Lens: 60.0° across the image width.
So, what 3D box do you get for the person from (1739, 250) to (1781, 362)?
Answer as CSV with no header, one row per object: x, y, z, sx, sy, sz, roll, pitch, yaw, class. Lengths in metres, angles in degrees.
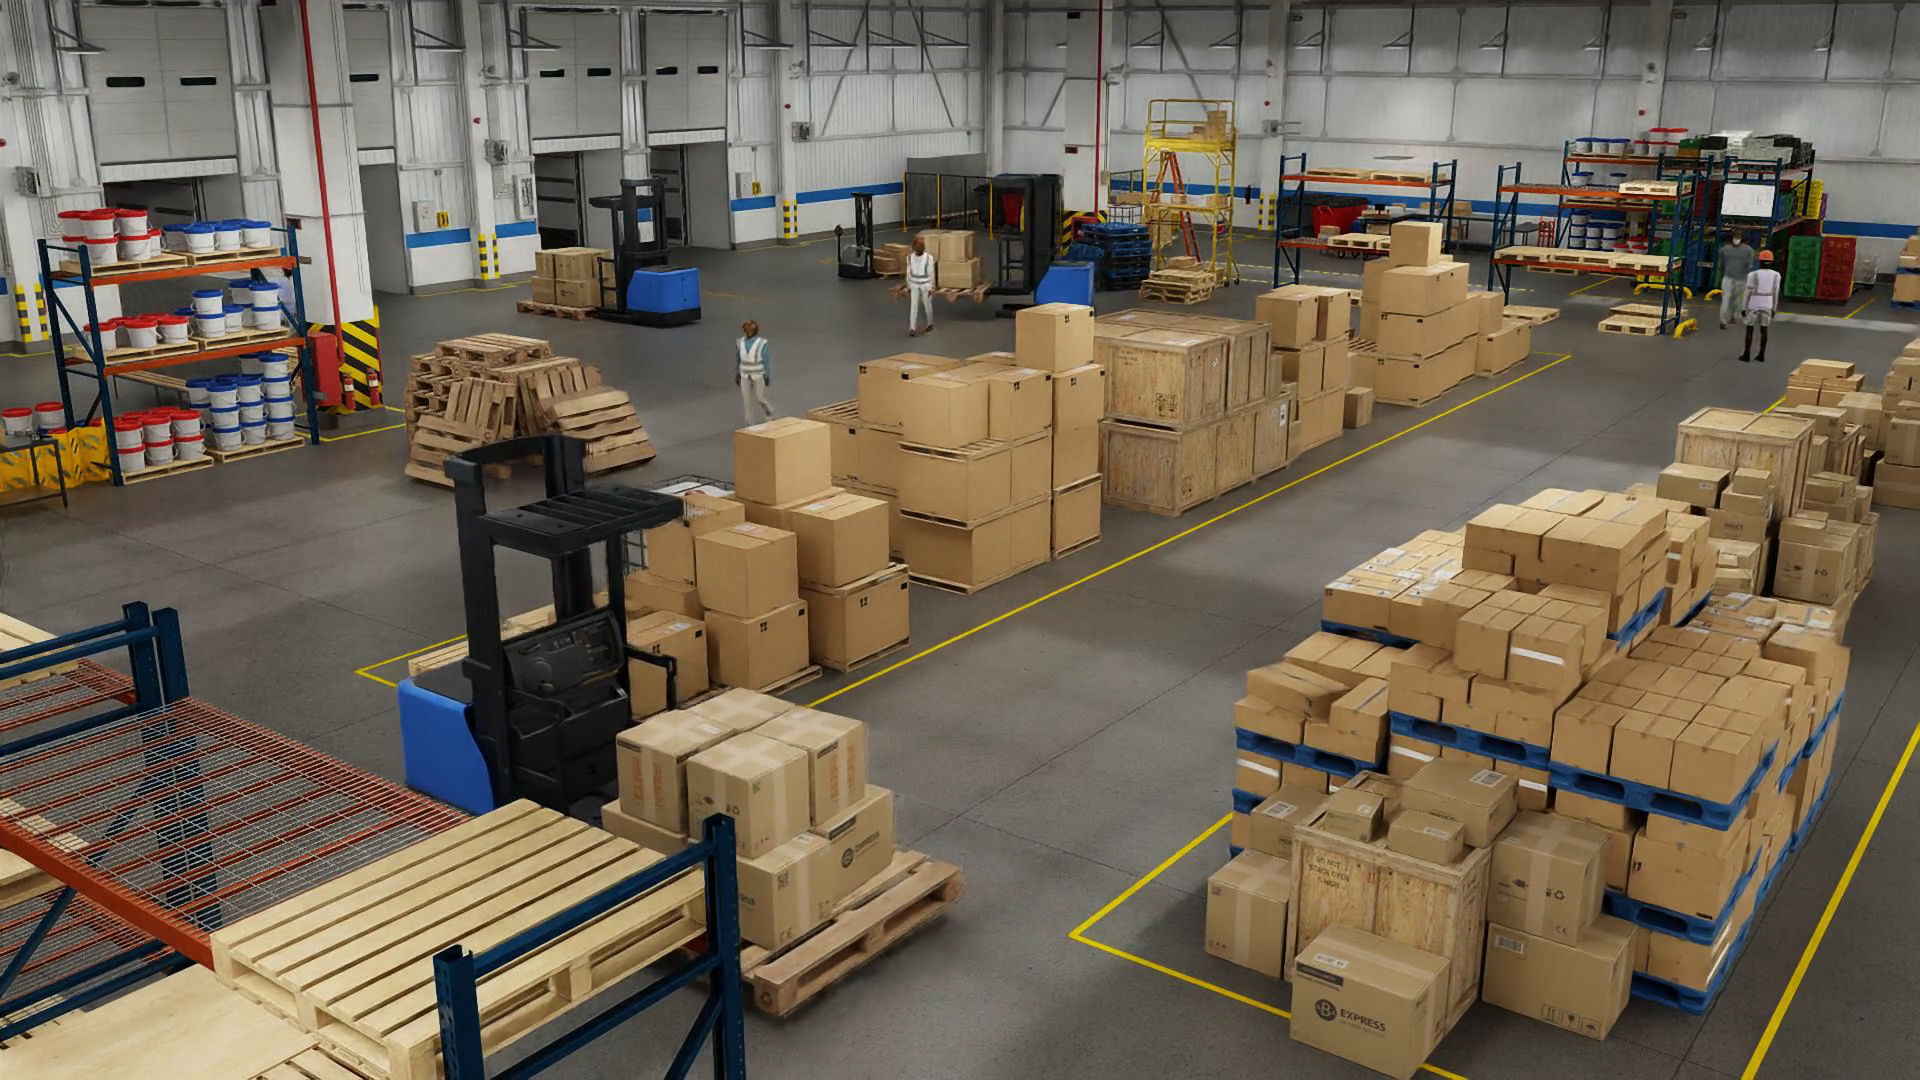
13.860,-4.052,28.818,0.560,1.926,0.415,2,17,7,person

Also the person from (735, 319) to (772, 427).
-2.926,-2.335,23.649,0.526,1.629,0.458,6,18,18,person

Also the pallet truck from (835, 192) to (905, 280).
-1.936,-7.159,38.982,1.885,1.965,0.823,-12,21,-34,pallet truck

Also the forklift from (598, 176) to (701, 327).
-6.138,-5.705,32.666,1.873,2.768,1.129,12,21,35,forklift

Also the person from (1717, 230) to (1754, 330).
15.003,-5.073,32.257,0.627,1.908,0.983,9,19,26,person

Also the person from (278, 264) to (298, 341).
-11.279,-3.852,28.209,0.932,1.880,0.689,-4,17,-11,person

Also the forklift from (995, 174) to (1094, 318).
1.720,-5.872,33.217,1.873,2.768,1.129,3,17,10,forklift

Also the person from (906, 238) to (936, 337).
-0.729,-4.793,31.434,0.578,1.844,0.945,5,18,16,person

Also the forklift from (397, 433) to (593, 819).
-2.954,0.709,11.425,1.873,2.768,1.129,12,21,35,forklift
